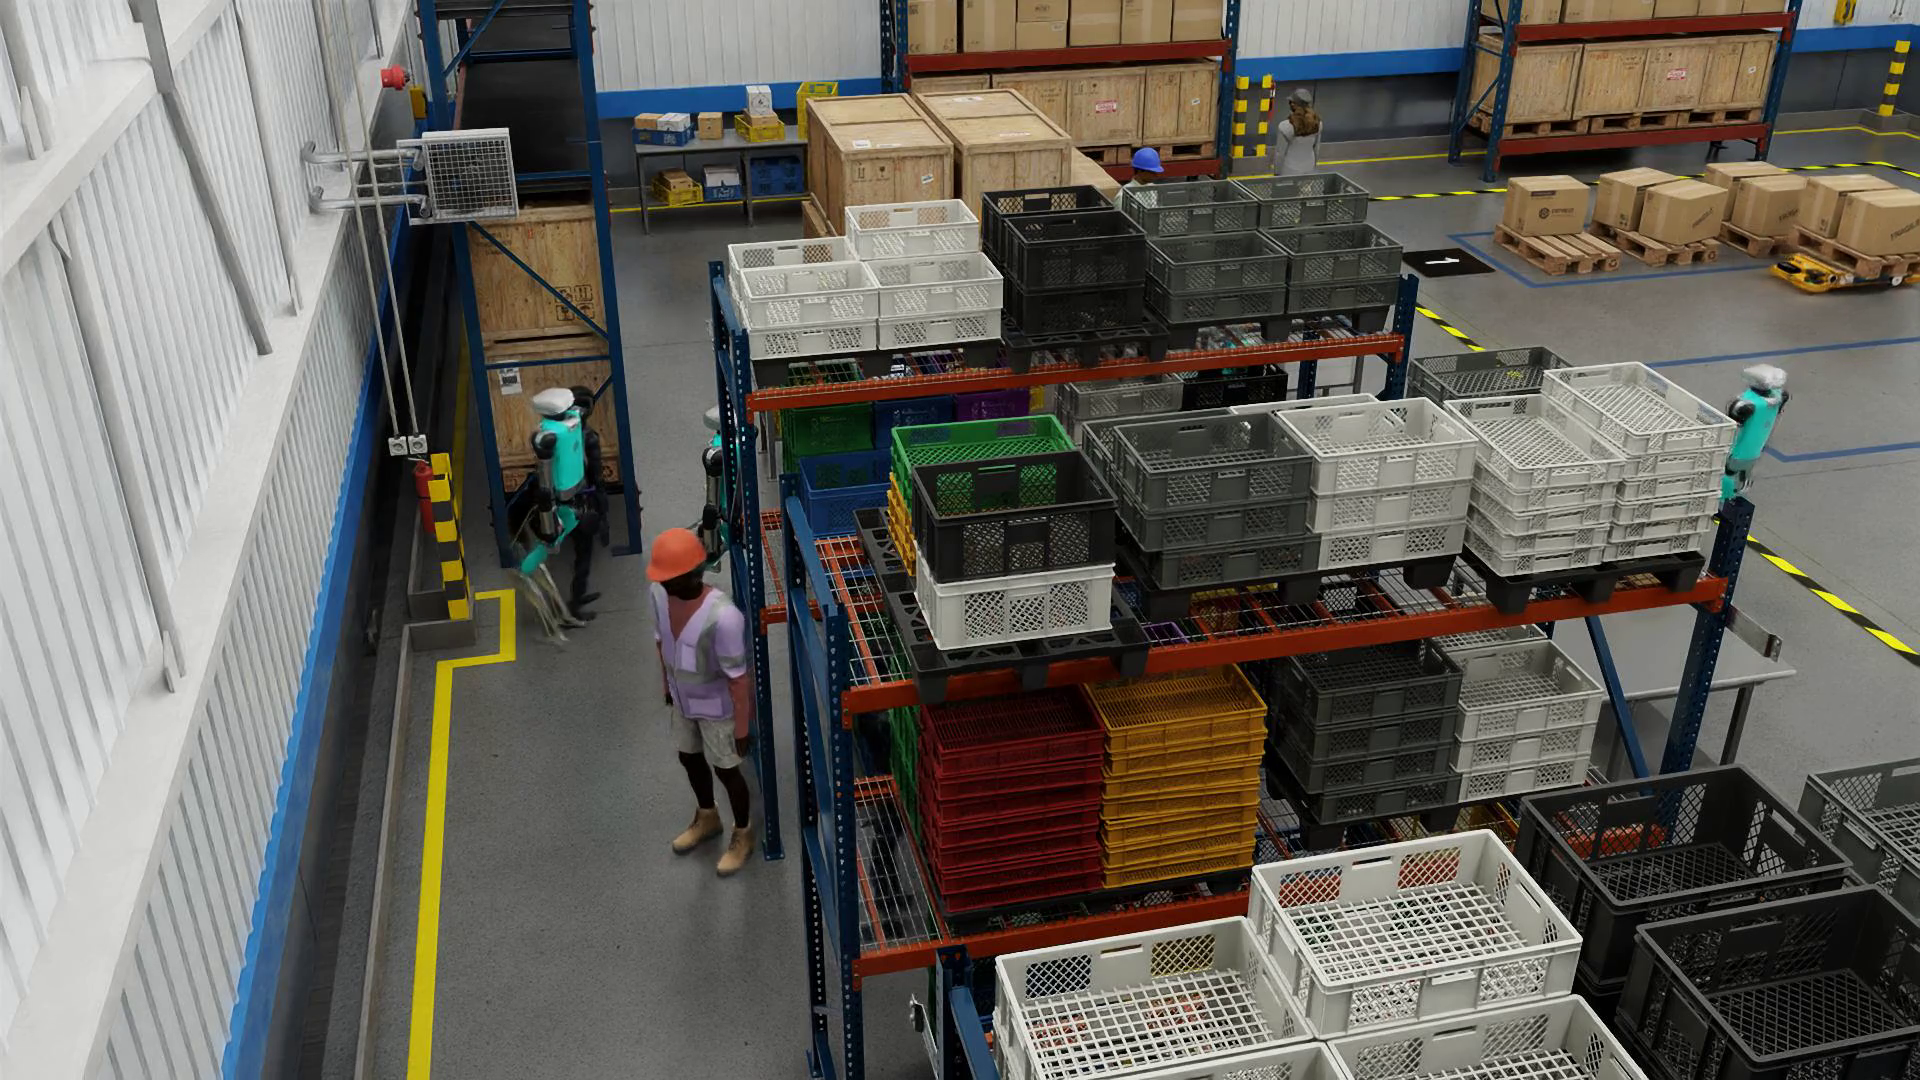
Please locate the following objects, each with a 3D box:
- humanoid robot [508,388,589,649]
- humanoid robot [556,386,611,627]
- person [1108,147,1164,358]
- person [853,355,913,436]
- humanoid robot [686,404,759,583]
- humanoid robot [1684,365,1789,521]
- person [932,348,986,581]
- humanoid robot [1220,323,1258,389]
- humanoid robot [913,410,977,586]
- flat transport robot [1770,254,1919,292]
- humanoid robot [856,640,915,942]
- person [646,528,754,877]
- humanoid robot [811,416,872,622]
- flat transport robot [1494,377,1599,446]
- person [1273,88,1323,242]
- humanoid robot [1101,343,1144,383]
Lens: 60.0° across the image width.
[{"bbox_3d":[-2.711,-0.156,10.762,0.670,1.794,0.534,8,29,15],"label":"humanoid robot"},{"bbox_3d":[-2.571,-0.226,10.990,0.433,1.649,0.608,-24,36,-38],"label":"humanoid robot"},{"bbox_3d":[1.625,-2.640,15.268,0.413,1.939,0.607,20,34,33],"label":"person"},{"bbox_3d":[-0.503,-0.662,11.573,0.574,1.882,0.356,-4,28,-8],"label":"person"},{"bbox_3d":[-1.631,-0.095,10.511,0.735,1.674,0.533,11,30,19],"label":"humanoid robot"},{"bbox_3d":[4.998,-0.402,11.293,0.535,1.822,0.841,-19,33,-32],"label":"humanoid robot"},{"bbox_3d":[0.031,-0.411,11.143,0.404,1.837,0.589,21,34,34],"label":"person"},{"bbox_3d":[1.652,-0.743,11.951,0.856,1.846,0.549,0,28,0],"label":"humanoid robot"},{"bbox_3d":[-0.230,-0.219,10.821,0.679,1.755,0.545,2,28,3],"label":"humanoid robot"},{"bbox_3d":[9.334,-2.849,17.422,1.431,0.197,0.652,-6,28,-12],"label":"flat transport robot"},{"bbox_3d":[-0.361,1.215,8.222,0.307,1.650,0.616,-3,28,-6],"label":"humanoid robot"},{"bbox_3d":[-1.340,0.842,8.565,0.665,2.030,0.424,21,34,34],"label":"person"},{"bbox_3d":[-0.823,-0.230,10.960,0.599,1.653,0.315,10,29,18],"label":"humanoid robot"},{"bbox_3d":[4.780,-1.036,14.013,0.659,0.231,1.431,-6,28,-12],"label":"flat transport robot"},{"bbox_3d":[3.637,-3.993,18.012,0.568,1.768,0.398,-13,30,-23],"label":"person"},{"bbox_3d":[1.473,-1.776,13.939,0.600,1.632,0.734,0,28,0],"label":"humanoid robot"}]
